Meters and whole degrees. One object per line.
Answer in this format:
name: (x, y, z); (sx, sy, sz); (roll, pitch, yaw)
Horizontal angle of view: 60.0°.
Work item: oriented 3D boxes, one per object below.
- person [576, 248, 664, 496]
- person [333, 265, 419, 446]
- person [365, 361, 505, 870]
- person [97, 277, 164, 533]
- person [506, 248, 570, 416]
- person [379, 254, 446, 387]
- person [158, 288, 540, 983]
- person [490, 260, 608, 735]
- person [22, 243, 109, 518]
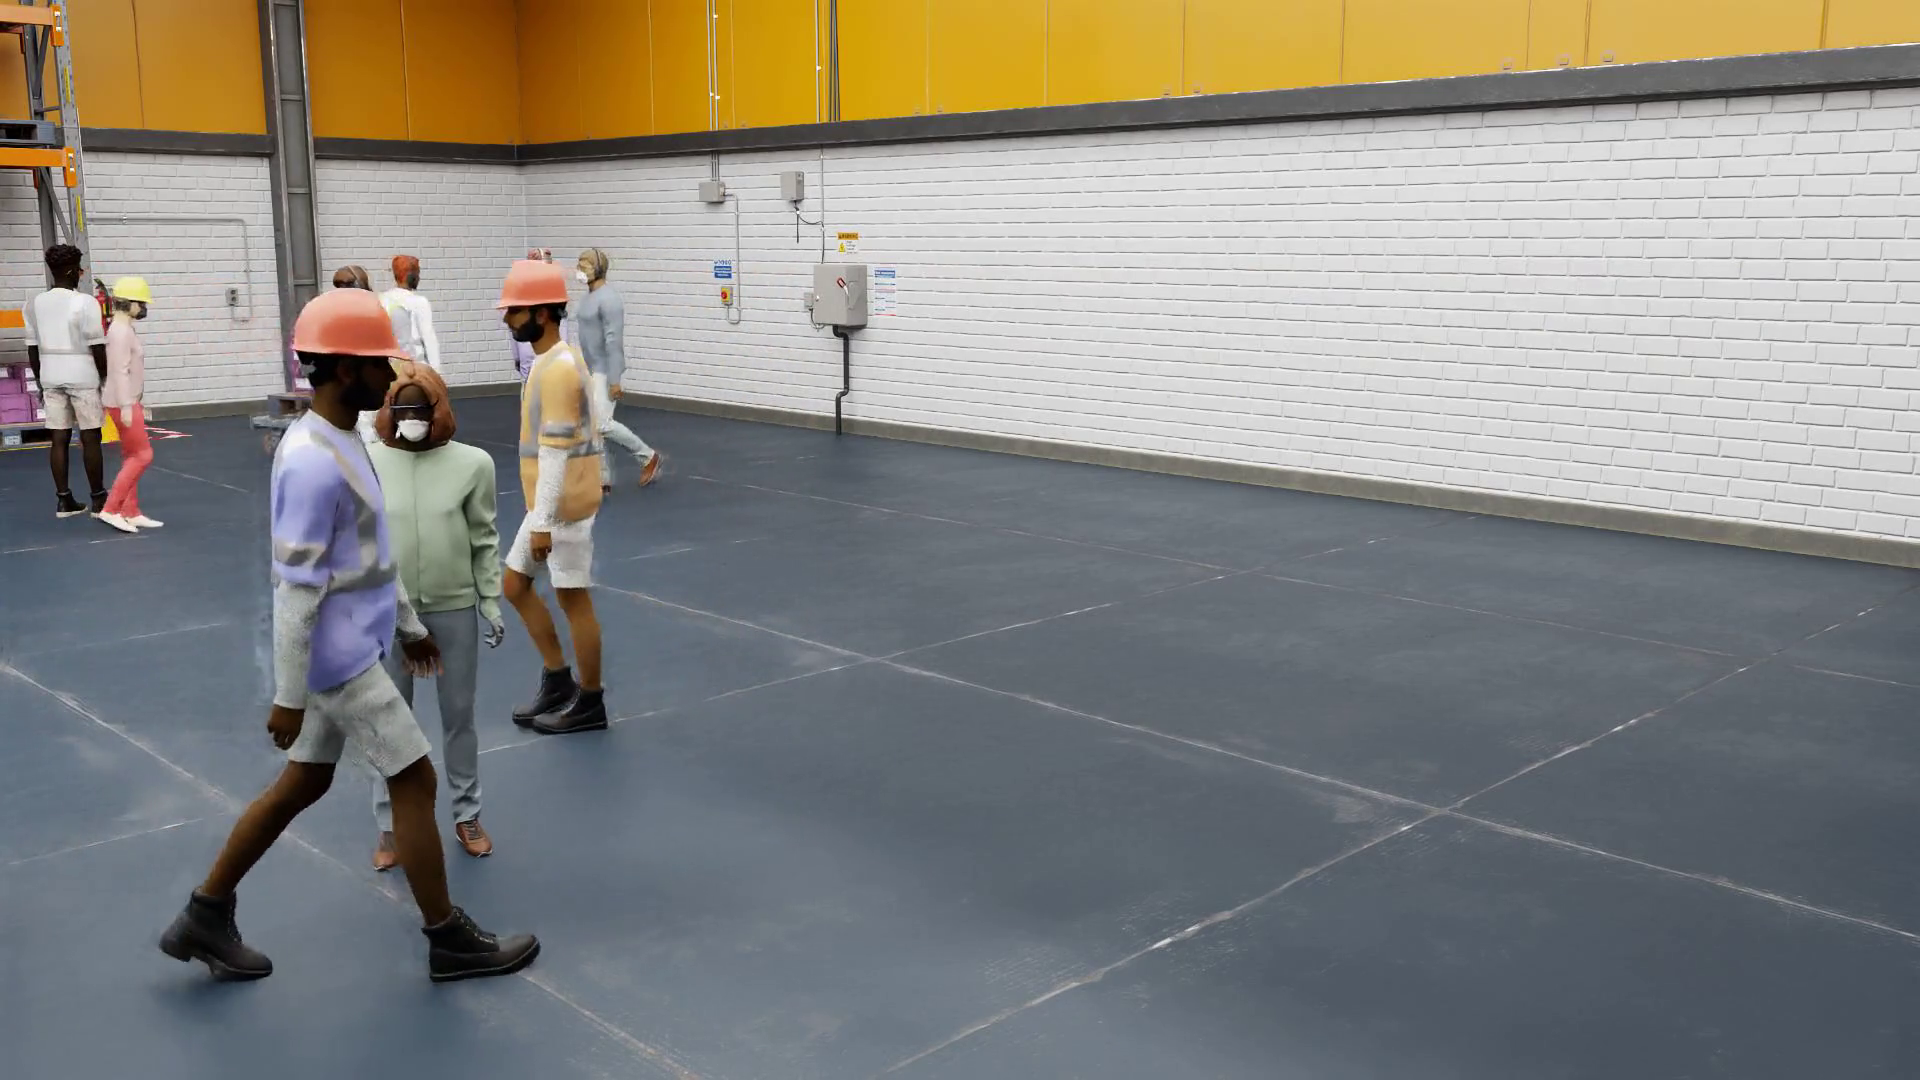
person: (-2.686, -1.280, 12.833); (0.602, 1.926, 0.626); (-6, 12, -28)
person: (-4.365, -1.134, 12.373); (0.651, 1.806, 0.468); (3, 11, 13)
person: (-1.726, 0.238, 5.359); (0.498, 1.633, 0.279); (-4, 11, -21)
person: (-5.696, -0.914, 11.374); (0.480, 1.739, 0.564); (-4, 11, -23)
person: (-3.751, -1.660, 14.975); (0.640, 1.904, 0.401); (6, 12, 28)
person: (-4.421, -1.353, 13.382); (0.594, 1.872, 0.407); (6, 12, 31)
person: (-1.708, 0.281, 4.431); (0.956, 1.896, 0.538); (-4, 11, -19)
person: (-1.680, -0.145, 6.657); (0.528, 1.919, 0.580); (-3, 11, -18)
person: (-6.360, -1.134, 11.928); (0.602, 1.967, 0.370); (2, 11, 10)
